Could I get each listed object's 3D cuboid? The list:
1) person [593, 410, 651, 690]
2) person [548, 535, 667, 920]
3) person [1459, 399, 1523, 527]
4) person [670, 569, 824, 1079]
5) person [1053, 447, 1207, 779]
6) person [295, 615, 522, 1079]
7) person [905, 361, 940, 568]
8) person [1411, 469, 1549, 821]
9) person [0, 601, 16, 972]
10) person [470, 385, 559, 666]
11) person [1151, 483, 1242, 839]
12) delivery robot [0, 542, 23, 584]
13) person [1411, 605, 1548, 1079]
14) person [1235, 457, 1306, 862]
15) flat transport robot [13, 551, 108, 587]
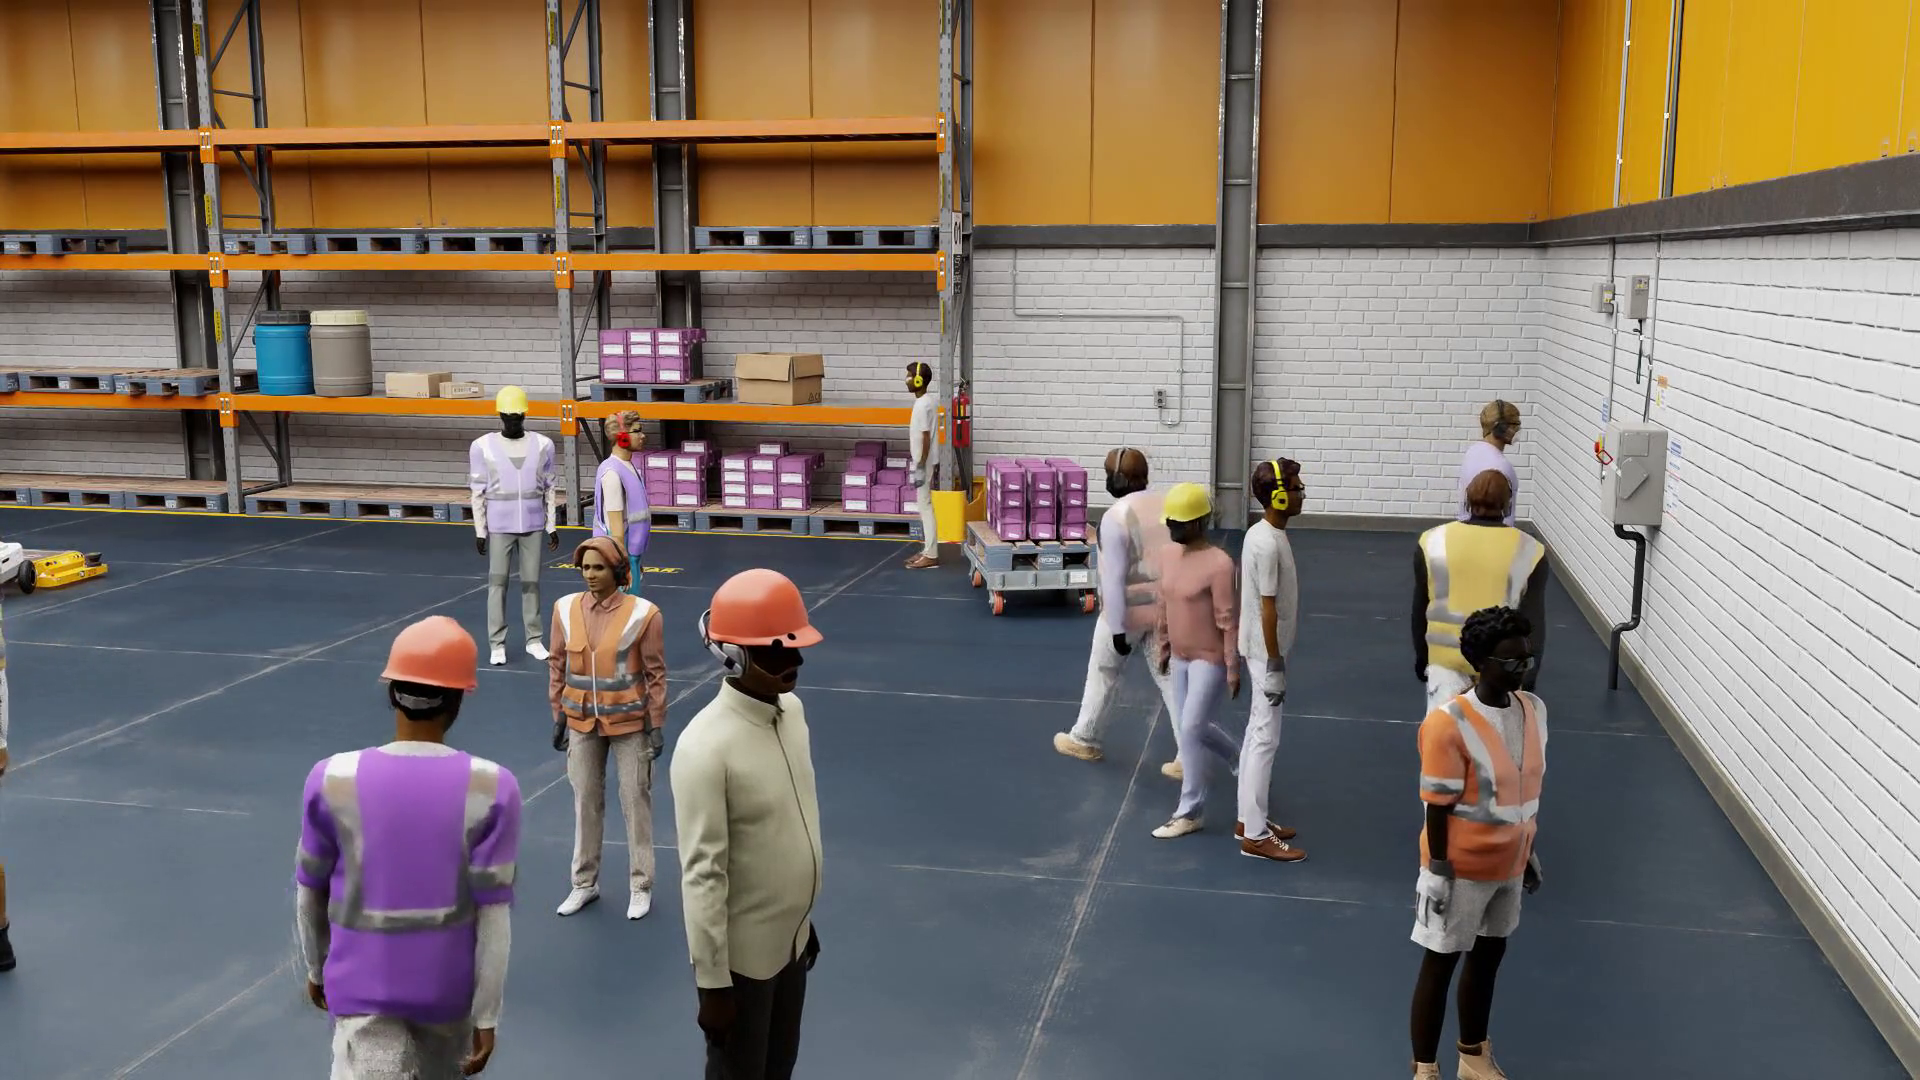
[{"bbox_3d":[-2.103,0.114,10.391,0.389,1.850,0.566,-1,10,-5],"label":"person"},{"bbox_3d":[-1.484,0.787,7.027,0.513,1.642,0.313,2,10,11],"label":"person"},{"bbox_3d":[3.225,0.104,10.191,0.355,1.937,0.635,1,10,3],"label":"person"},{"bbox_3d":[-0.529,1.054,4.399,0.386,1.992,0.625,3,10,17],"label":"person"},{"bbox_3d":[0.955,0.388,8.995,0.608,1.788,0.995,-8,12,-39],"label":"person"},{"bbox_3d":[-1.391,1.142,4.267,0.557,1.875,1.035,-4,10,-21],"label":"person"},{"bbox_3d":[-0.341,-0.673,15.001,0.310,1.868,0.532,1,10,3],"label":"person"},{"bbox_3d":[2.410,0.573,7.793,0.616,1.816,0.849,4,10,21],"label":"person"},{"bbox_3d":[-3.904,0.766,6.294,0.395,1.935,0.550,7,12,35],"label":"person"},{"bbox_3d":[-3.054,-0.107,11.471,0.589,1.927,0.388,-5,11,-28],"label":"person"},{"bbox_3d":[1.233,0.561,8.109,0.701,1.729,0.569,-6,11,-30],"label":"person"},{"bbox_3d":[-7.914,0.182,13.542,0.477,0.478,0.707,-2,10,-13],"label":"delivery robot"},{"bbox_3d":[1.678,1.039,5.366,0.535,1.697,0.321,-6,11,-32],"label":"person"},{"bbox_3d":[1.462,0.549,7.759,0.325,1.872,0.521,1,10,5],"label":"person"},{"bbox_3d":[-8.234,0.230,14.378,1.431,0.197,0.652,2,10,9],"label":"flat transport robot"}]
